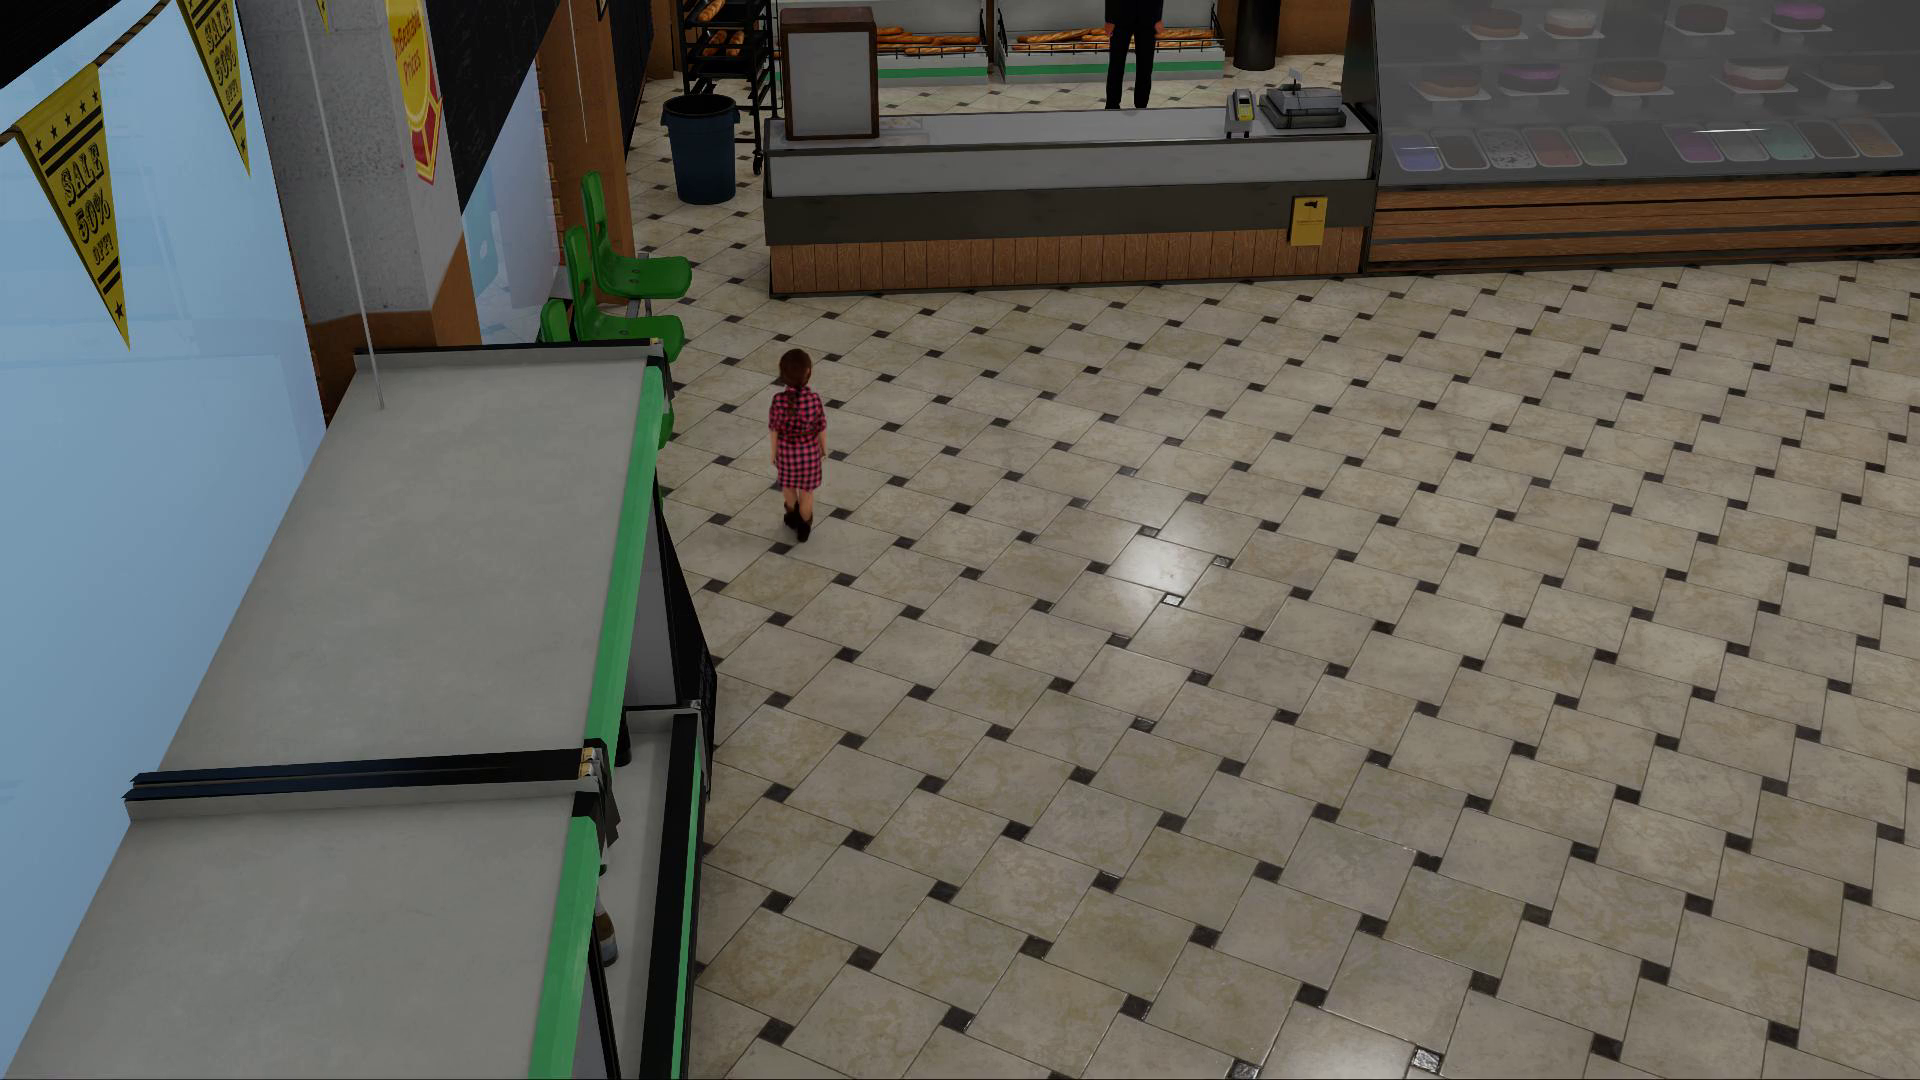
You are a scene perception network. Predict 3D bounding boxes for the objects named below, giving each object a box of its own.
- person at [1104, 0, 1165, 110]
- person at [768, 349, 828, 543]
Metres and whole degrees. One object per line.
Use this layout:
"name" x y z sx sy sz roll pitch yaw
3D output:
"person" 1.417 -4.243 13.473 0.628 1.868 0.562 -3 32 -5
"person" -0.800 -0.436 8.164 0.449 1.013 0.486 -5 32 -8
